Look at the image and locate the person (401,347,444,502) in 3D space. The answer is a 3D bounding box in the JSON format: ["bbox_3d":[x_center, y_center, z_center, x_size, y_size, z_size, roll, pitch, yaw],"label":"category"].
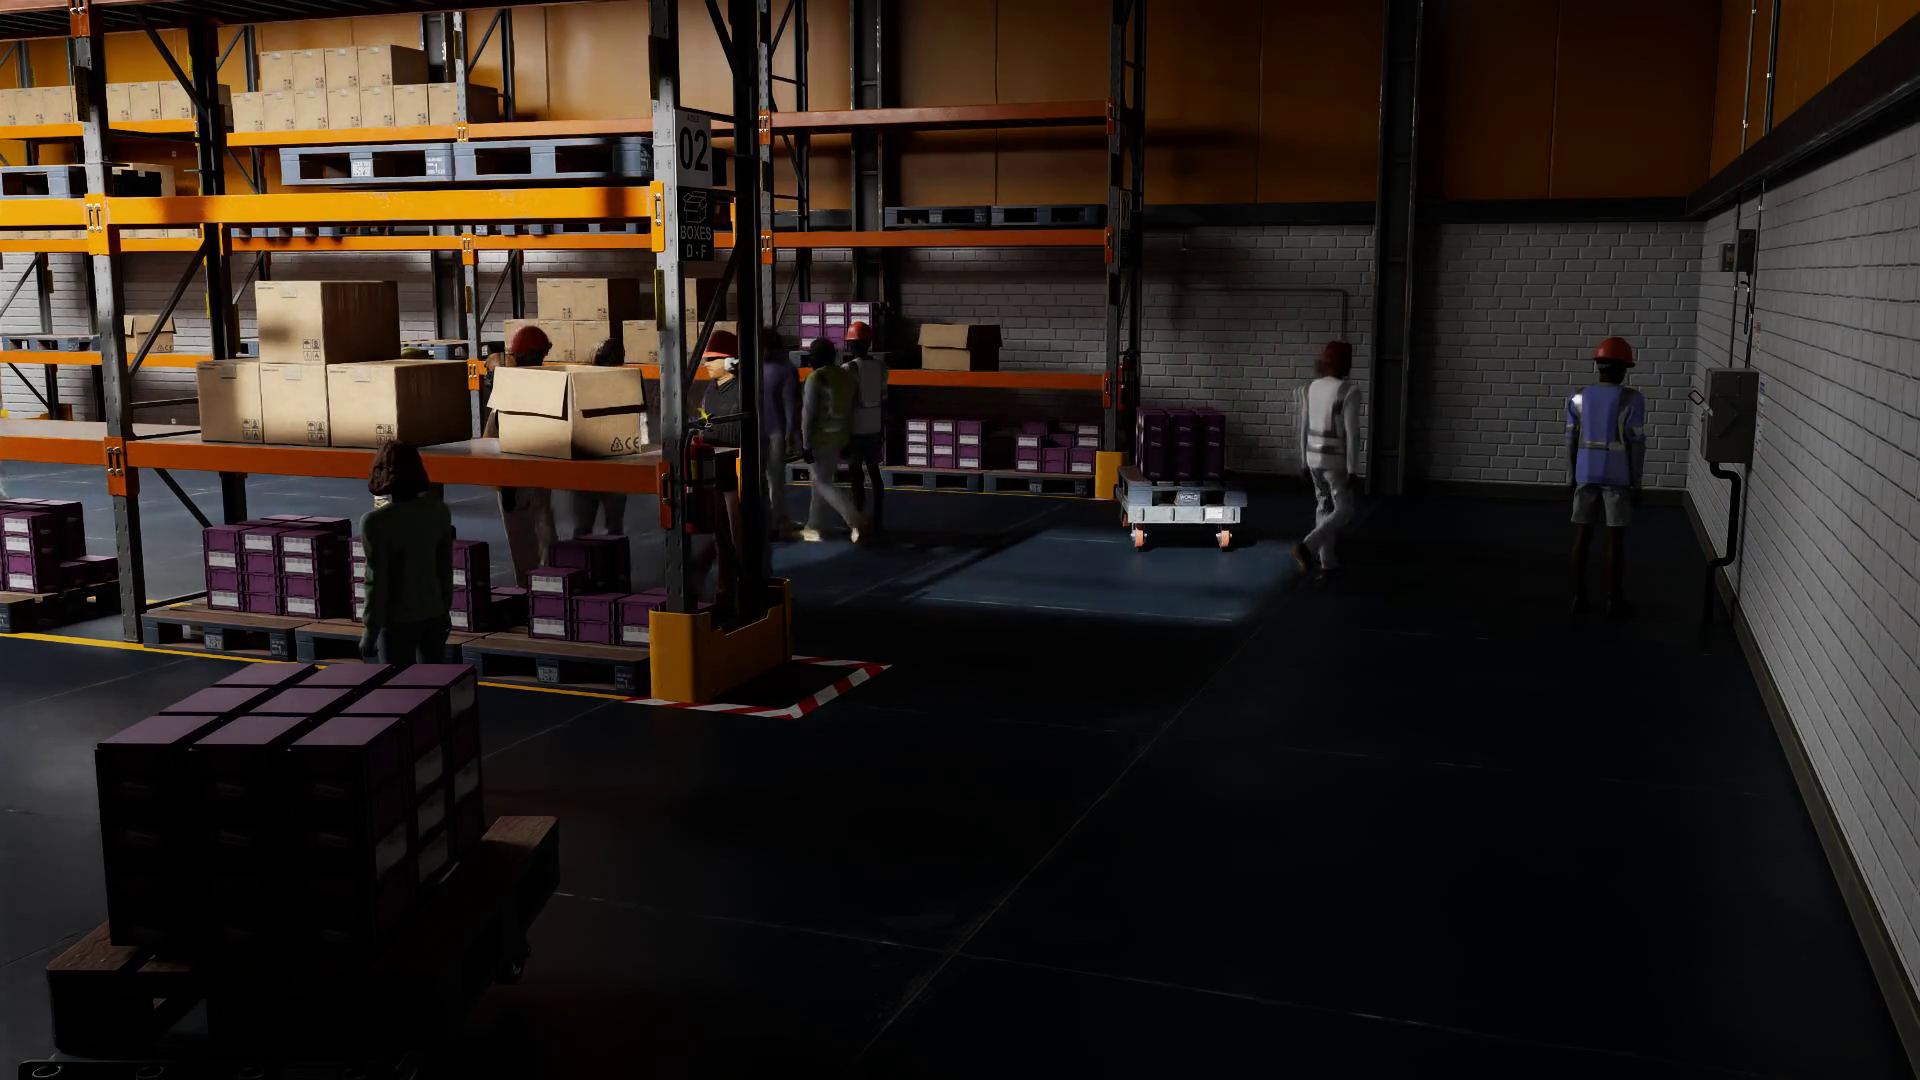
[{"bbox_3d":[-4.036,-0.533,12.477,0.403,1.827,0.586,-1,9,-6],"label":"person"}]

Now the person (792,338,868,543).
[{"bbox_3d":[-1.131,-0.856,14.557,0.801,1.810,0.638,5,10,29],"label":"person"}]

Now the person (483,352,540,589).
[{"bbox_3d":[-3.108,-0.385,11.552,0.430,1.835,0.622,-2,9,-10],"label":"person"}]

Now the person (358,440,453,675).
[{"bbox_3d":[-2.455,0.371,7.403,0.265,1.632,0.508,5,10,28],"label":"person"}]

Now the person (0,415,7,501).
[{"bbox_3d":[-8.752,-0.940,14.838,0.513,1.882,0.592,-5,10,-30],"label":"person"}]

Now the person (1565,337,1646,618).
[{"bbox_3d":[4.471,-0.431,11.520,0.542,1.928,0.374,8,12,42],"label":"person"}]

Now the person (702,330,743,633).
[{"bbox_3d":[-1.538,-0.386,11.022,0.384,1.996,0.610,-7,11,-37],"label":"person"}]

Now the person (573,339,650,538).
[{"bbox_3d":[-2.612,-0.539,12.282,0.651,1.897,0.517,-2,9,-12],"label":"person"}]

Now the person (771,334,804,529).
[{"bbox_3d":[-1.884,-0.970,15.259,0.873,1.824,0.482,-7,11,-37],"label":"person"}]

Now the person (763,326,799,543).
[{"bbox_3d":[-1.719,-0.910,14.554,0.628,1.913,0.604,1,9,6],"label":"person"}]

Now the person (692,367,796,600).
[{"bbox_3d":[-1.594,-0.473,11.930,0.680,1.884,0.673,2,9,13],"label":"person"}]

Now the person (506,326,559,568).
[{"bbox_3d":[-3.106,-0.575,12.263,0.379,1.980,0.668,-2,9,-12],"label":"person"}]

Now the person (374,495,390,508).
[{"bbox_3d":[-5.771,-1.239,16.868,0.429,1.840,0.635,4,10,24],"label":"person"}]

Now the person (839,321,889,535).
[{"bbox_3d":[-0.905,-1.018,15.169,0.356,1.937,0.552,9,13,44],"label":"person"}]

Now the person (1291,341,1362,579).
[{"bbox_3d":[2.786,-0.587,12.710,0.621,1.868,0.579,-6,11,-34],"label":"person"}]
